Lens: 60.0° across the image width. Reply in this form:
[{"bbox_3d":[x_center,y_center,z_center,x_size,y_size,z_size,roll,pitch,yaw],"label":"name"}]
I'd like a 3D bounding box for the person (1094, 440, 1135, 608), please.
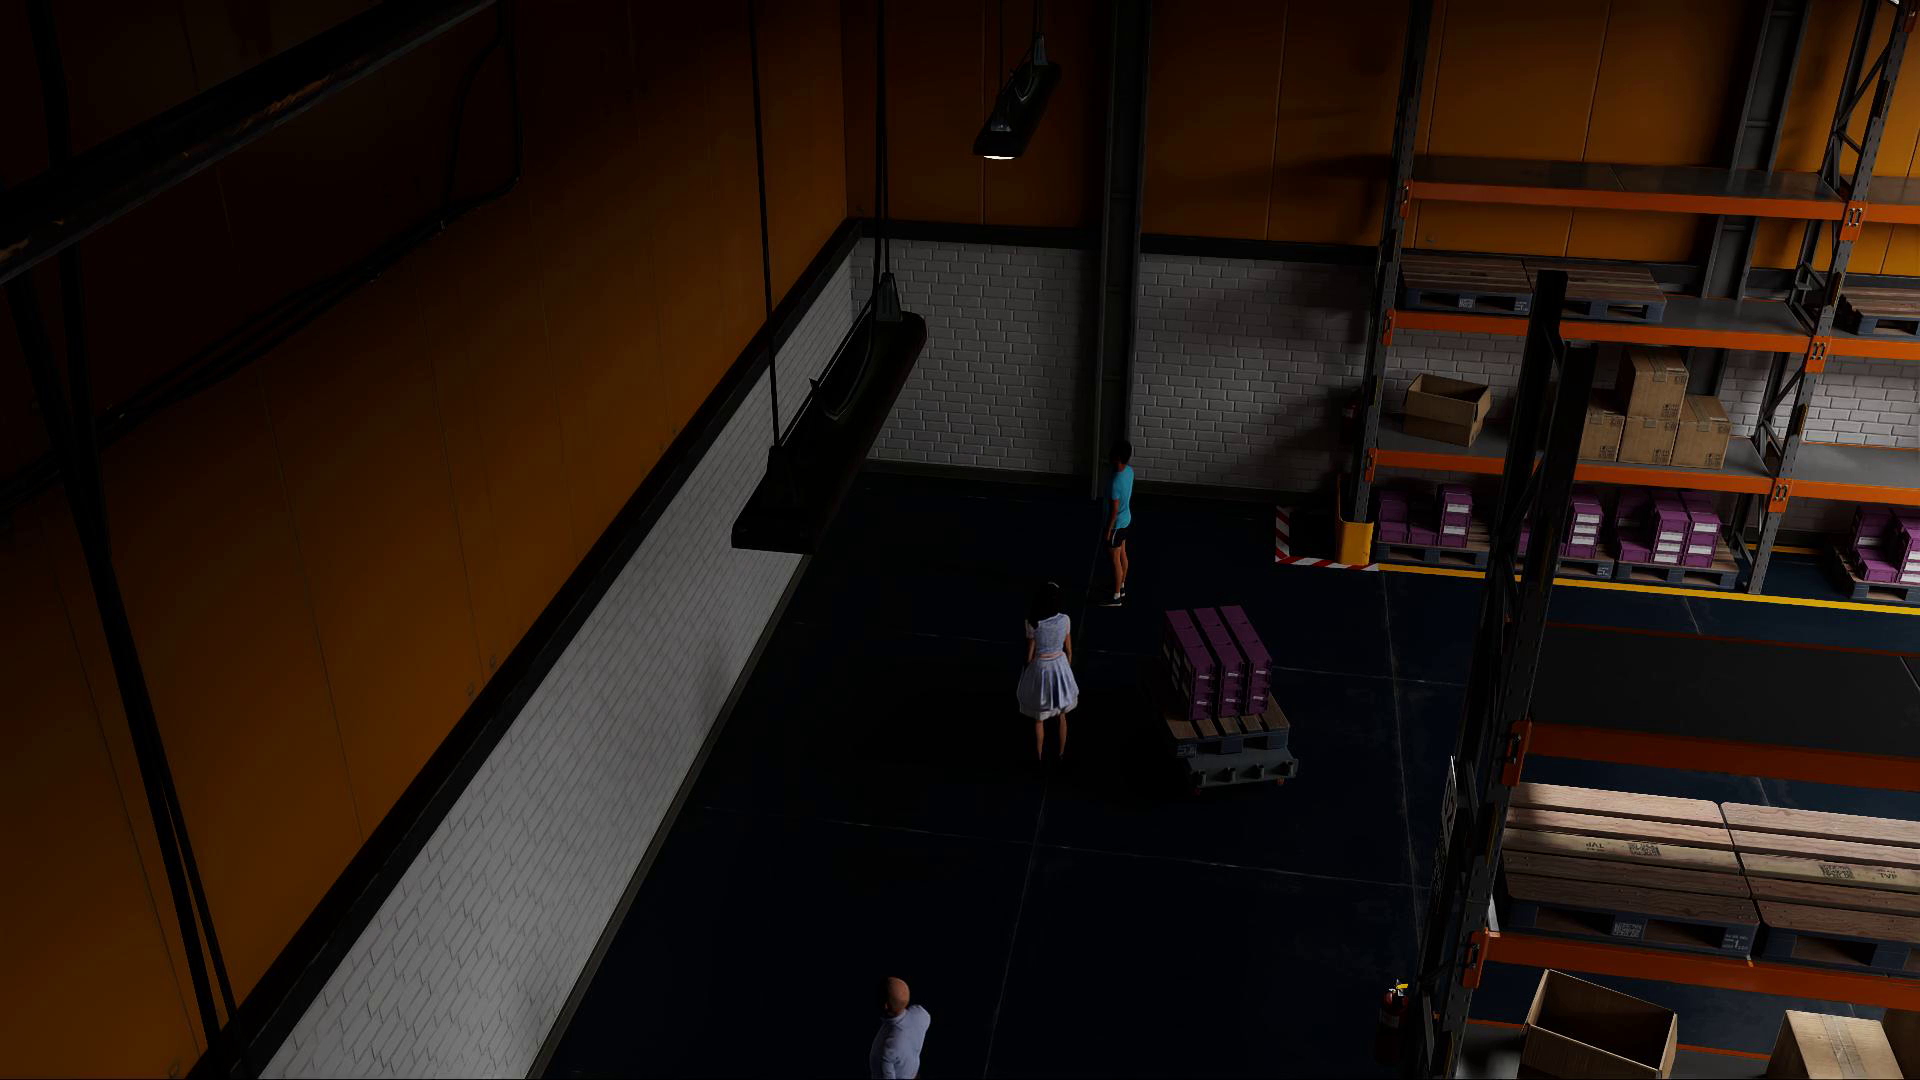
[{"bbox_3d":[1.562,-0.178,16.476,0.573,1.777,0.647,10,30,17],"label":"person"}]

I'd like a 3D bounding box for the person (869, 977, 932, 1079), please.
[{"bbox_3d":[-0.379,3.338,10.016,0.667,1.791,0.707,13,31,23],"label":"person"}]

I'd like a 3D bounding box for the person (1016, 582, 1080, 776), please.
[{"bbox_3d":[0.731,1.166,13.973,0.782,1.816,0.866,-5,29,-9],"label":"person"}]
